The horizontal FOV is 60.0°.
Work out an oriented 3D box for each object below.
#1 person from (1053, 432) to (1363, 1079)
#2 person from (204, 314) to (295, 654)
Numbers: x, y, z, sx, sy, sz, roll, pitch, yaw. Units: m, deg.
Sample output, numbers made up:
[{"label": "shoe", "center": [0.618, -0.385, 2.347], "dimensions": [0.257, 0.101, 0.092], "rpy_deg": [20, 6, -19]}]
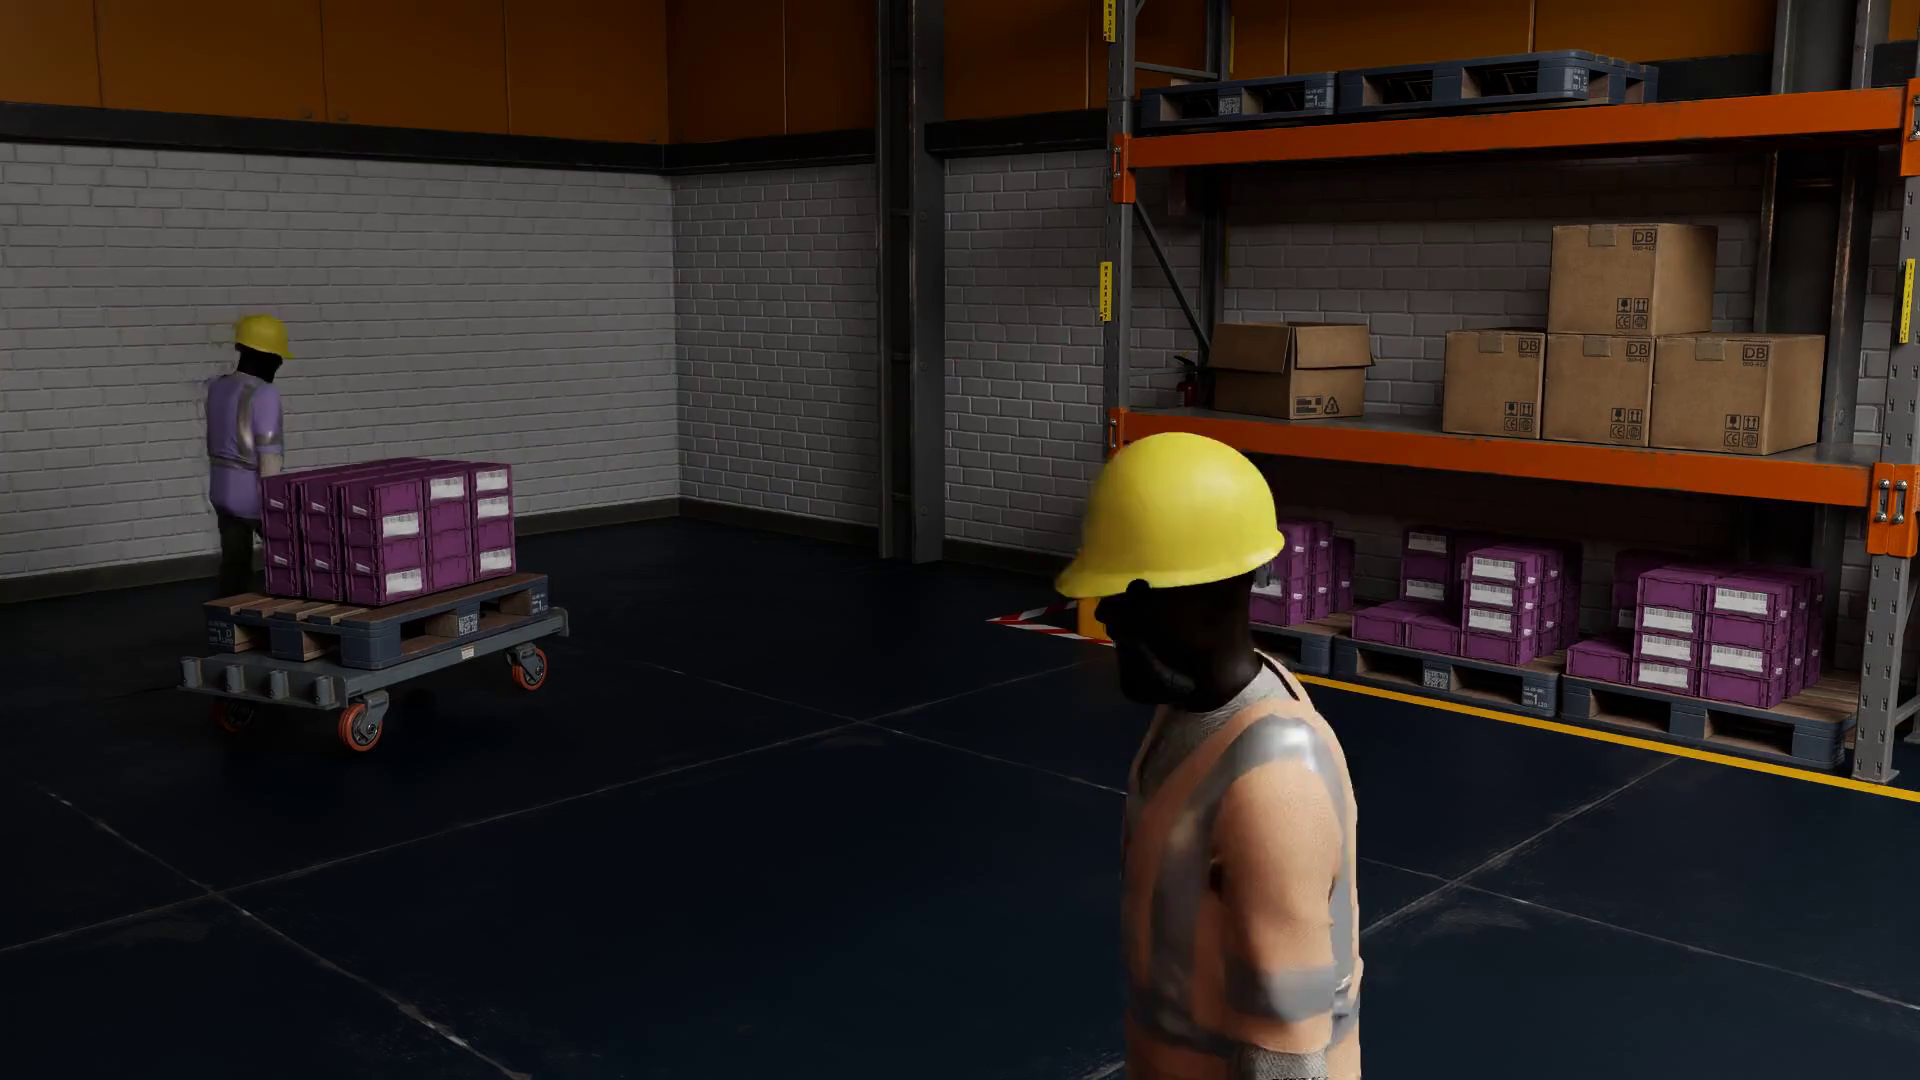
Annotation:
[{"label": "person", "center": [0.343, 0.807, 2.276], "dimensions": [0.459, 1.908, 0.655], "rpy_deg": [0, 9, 1]}, {"label": "person", "center": [-3.576, -0.201, 8.502], "dimensions": [0.634, 1.885, 0.594], "rpy_deg": [6, 11, 32]}]
